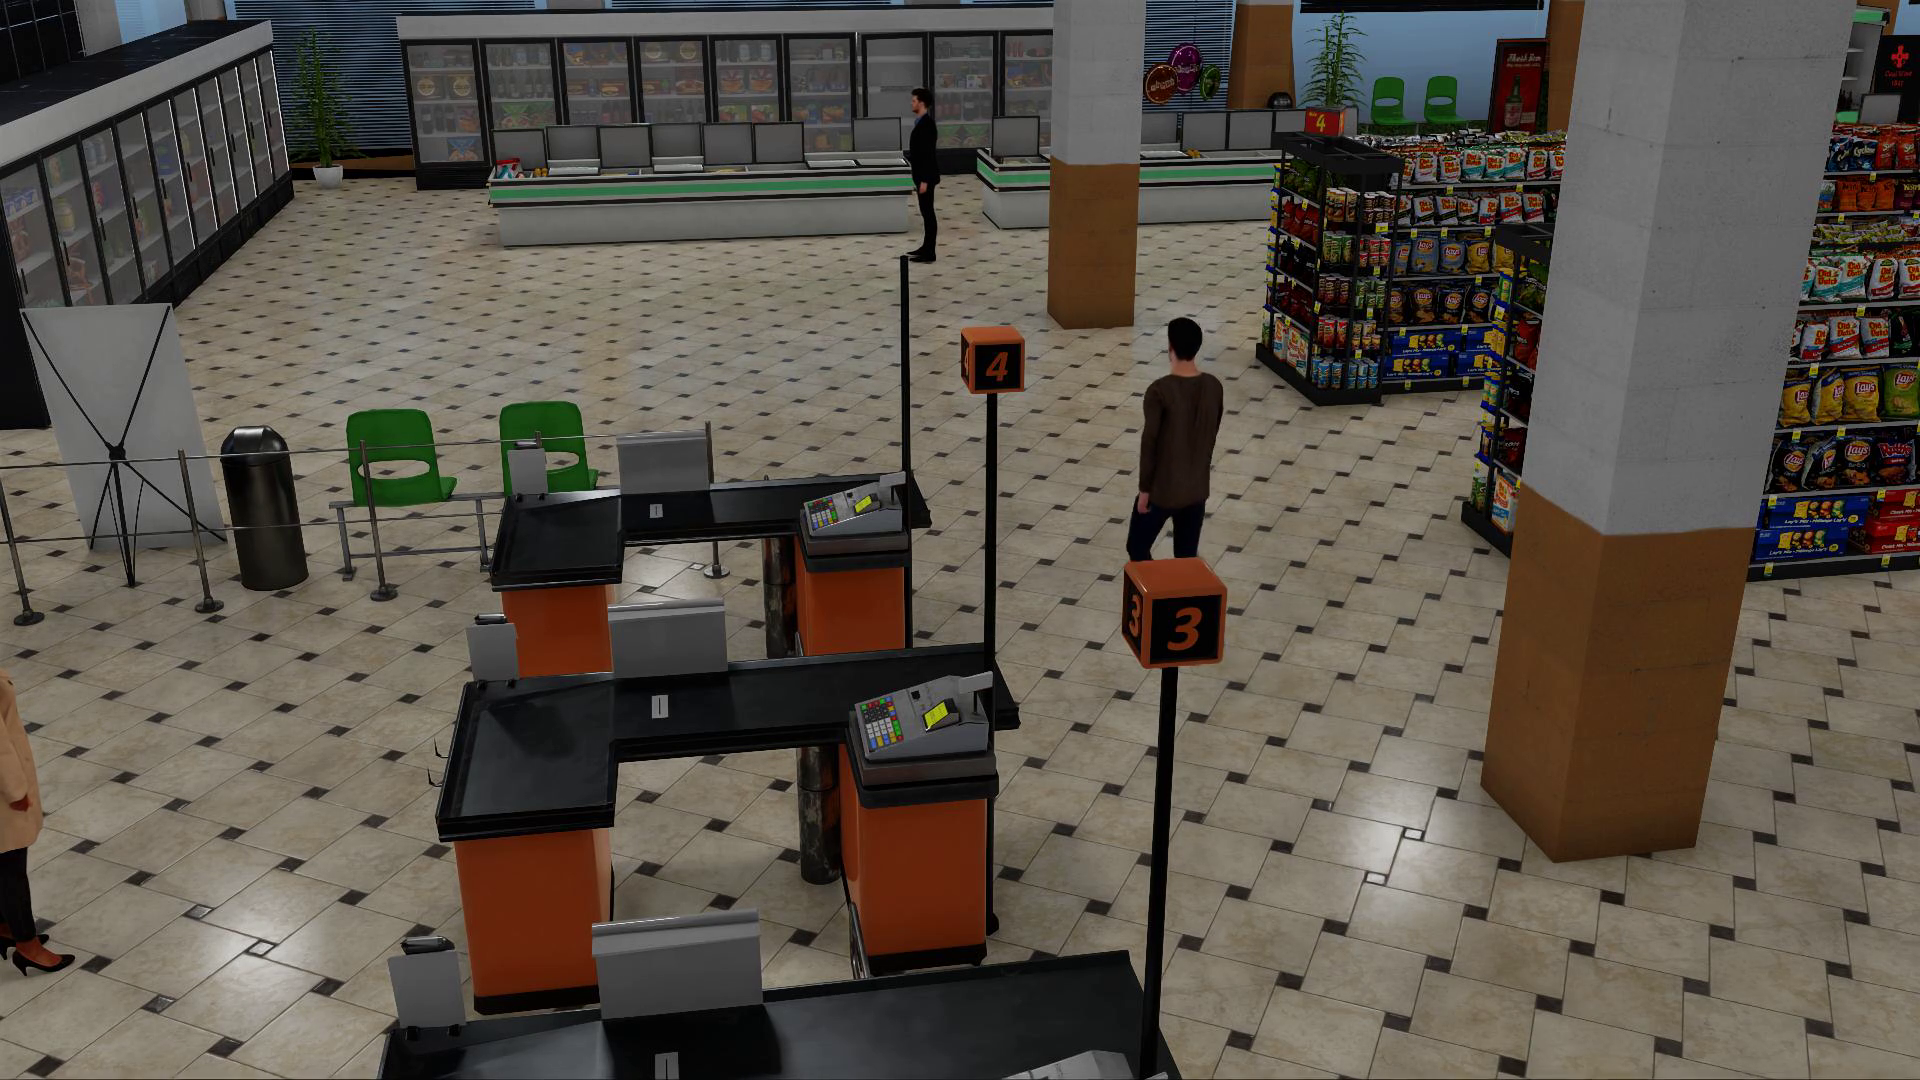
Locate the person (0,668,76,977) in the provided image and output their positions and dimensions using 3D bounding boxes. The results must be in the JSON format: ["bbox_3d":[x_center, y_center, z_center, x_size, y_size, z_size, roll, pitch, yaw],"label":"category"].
[{"bbox_3d":[-3.747,0.915,6.401,0.707,1.682,0.733,19,29,39],"label":"person"}]

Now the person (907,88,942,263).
[{"bbox_3d":[-0.384,-4.063,18.506,0.635,1.894,0.707,-1,22,-3],"label":"person"}]

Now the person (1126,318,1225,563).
[{"bbox_3d":[1.213,-0.260,9.063,0.632,1.877,0.791,-10,24,-24],"label":"person"}]
